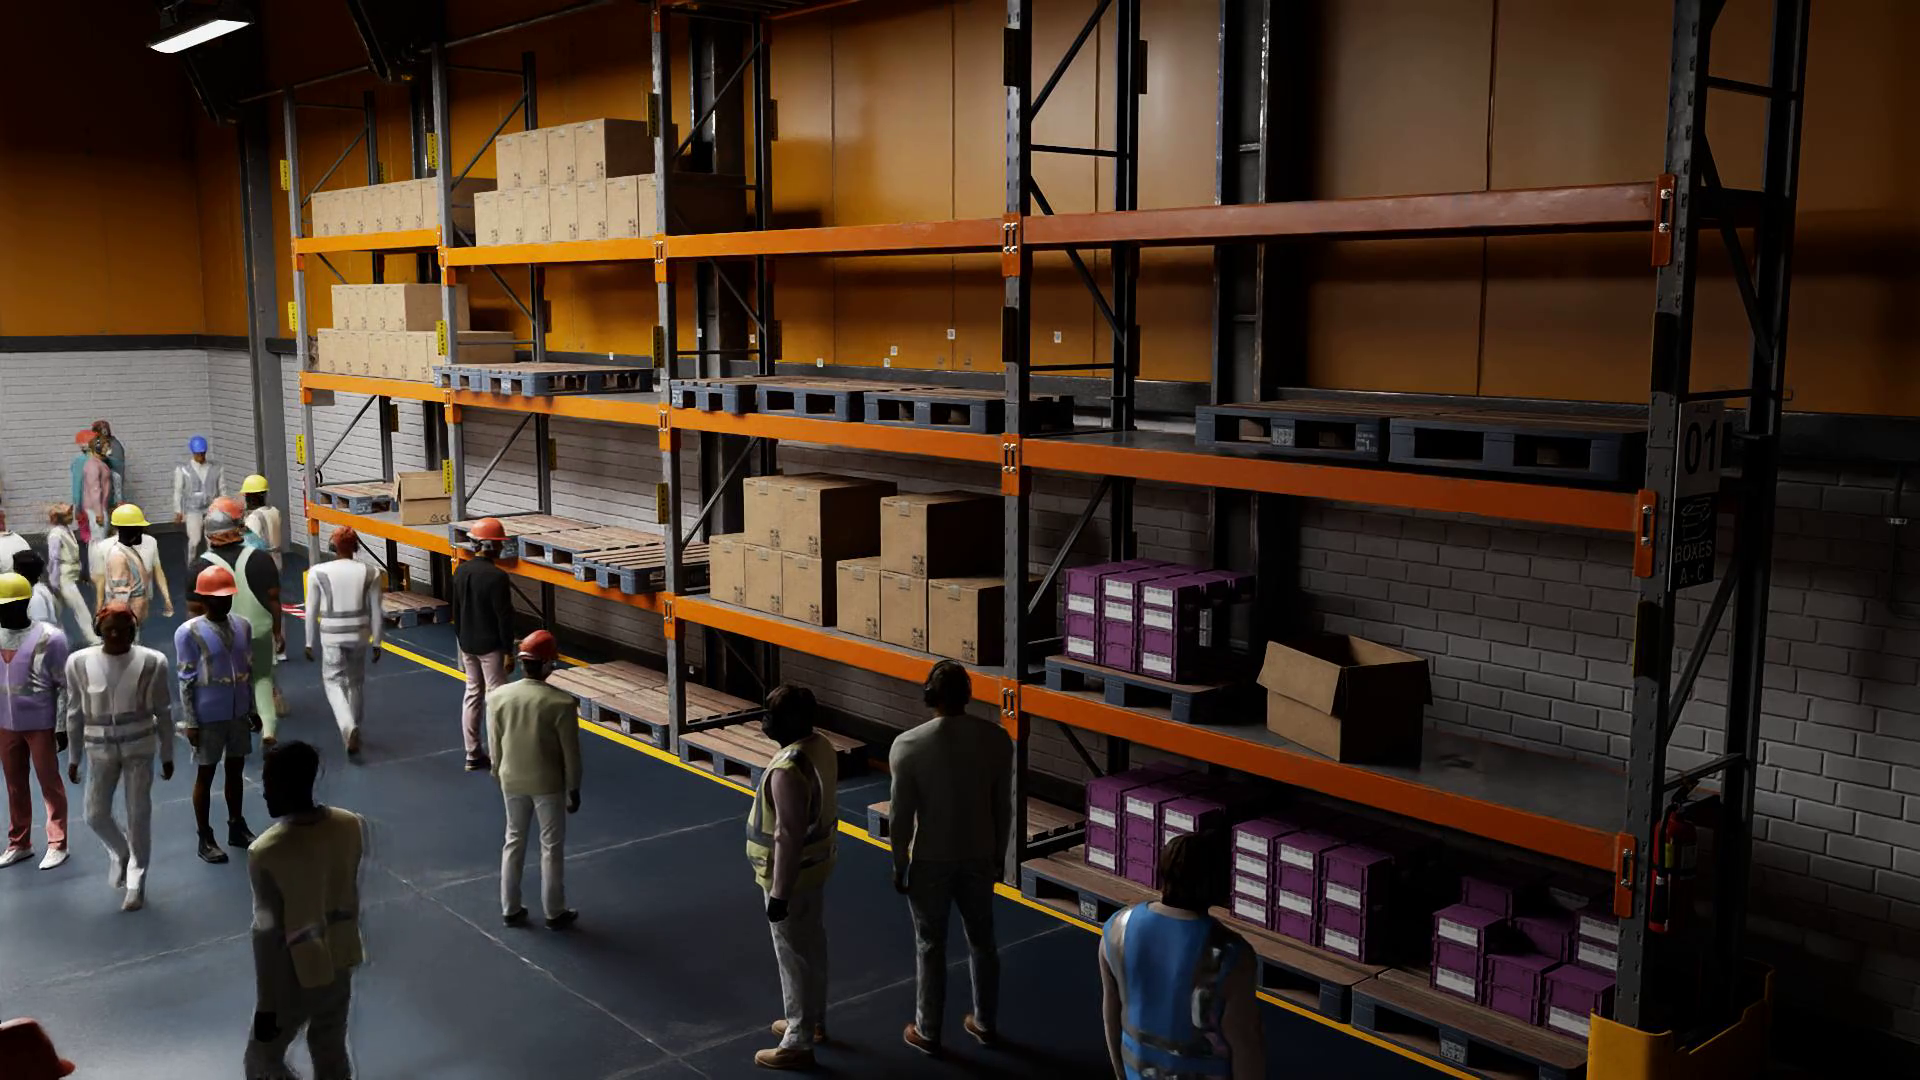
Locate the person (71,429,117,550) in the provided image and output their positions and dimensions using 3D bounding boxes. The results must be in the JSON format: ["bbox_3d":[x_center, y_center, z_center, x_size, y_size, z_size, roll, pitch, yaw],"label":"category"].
[{"bbox_3d":[-11.361,-0.472,21.861,0.433,1.966,0.659,6,10,35],"label":"person"}]

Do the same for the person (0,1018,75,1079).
[{"bbox_3d":[-2.515,2.139,4.479,0.573,1.748,0.343,4,9,27],"label":"person"}]

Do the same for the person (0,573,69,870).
[{"bbox_3d":[-6.010,1.159,10.684,0.594,1.926,0.366,1,8,5],"label":"person"}]

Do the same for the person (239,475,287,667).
[{"bbox_3d":[-6.962,0.309,16.585,0.370,1.925,0.594,0,8,0],"label":"person"}]

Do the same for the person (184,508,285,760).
[{"bbox_3d":[-5.790,0.732,13.260,0.705,2.000,0.542,-5,10,-32],"label":"person"}]

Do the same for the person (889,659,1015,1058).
[{"bbox_3d":[-0.040,1.537,8.072,0.624,1.930,0.378,-3,9,-20],"label":"person"}]

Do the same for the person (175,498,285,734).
[{"bbox_3d":[-6.214,0.637,14.092,0.988,1.992,0.613,-7,11,-40],"label":"person"}]

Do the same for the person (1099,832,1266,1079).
[{"bbox_3d":[0.791,1.912,5.769,0.620,1.838,0.429,7,11,40],"label":"person"}]

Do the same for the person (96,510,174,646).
[{"bbox_3d":[-7.535,0.583,15.207,0.991,1.776,0.576,4,9,28],"label":"person"}]

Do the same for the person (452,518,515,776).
[{"bbox_3d":[-3.645,0.818,12.844,0.612,1.987,0.400,6,10,35],"label":"person"}]

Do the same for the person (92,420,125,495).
[{"bbox_3d":[-12.543,-0.810,24.470,0.643,1.899,0.399,7,10,38],"label":"person"}]

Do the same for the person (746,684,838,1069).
[{"bbox_3d":[-0.803,1.592,7.964,0.429,1.843,0.634,1,8,9],"label":"person"}]

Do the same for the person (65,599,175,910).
[{"bbox_3d":[-5.049,1.276,10.034,0.609,1.873,0.500,-2,9,-16],"label":"person"}]

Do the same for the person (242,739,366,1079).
[{"bbox_3d":[-2.641,1.740,6.712,0.454,1.904,0.627,3,9,19],"label":"person"}]

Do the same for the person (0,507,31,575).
[{"bbox_3d":[-8.288,0.642,14.391,0.397,1.900,0.645,0,8,1],"label":"person"}]

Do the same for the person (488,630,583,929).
[{"bbox_3d":[-2.452,1.392,9.709,0.573,1.739,0.385,2,8,13],"label":"person"}]

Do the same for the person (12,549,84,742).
[{"bbox_3d":[-7.484,0.889,13.510,0.862,1.654,0.546,-3,9,-23],"label":"person"}]

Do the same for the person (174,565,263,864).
[{"bbox_3d":[-4.826,1.122,10.896,0.361,1.939,0.543,5,9,29],"label":"person"}]

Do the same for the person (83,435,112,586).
[{"bbox_3d":[-11.057,-0.380,21.385,0.374,1.932,0.625,-3,9,-20],"label":"person"}]

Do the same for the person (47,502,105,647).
[{"bbox_3d":[-9.193,0.404,17.077,0.857,1.599,0.516,-3,9,-19],"label":"person"}]

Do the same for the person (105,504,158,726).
[{"bbox_3d":[-7.074,0.650,14.218,0.374,1.925,0.595,-3,9,-20],"label":"person"}]

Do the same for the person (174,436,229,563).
[{"bbox_3d":[-9.728,-0.384,21.377,0.631,1.927,0.453,-6,10,-35],"label":"person"}]

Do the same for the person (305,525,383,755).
[{"bbox_3d":[-4.938,0.805,13.383,0.595,1.863,0.783,-5,10,-32],"label":"person"}]

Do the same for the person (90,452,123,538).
[{"bbox_3d":[-11.168,-0.332,21.731,0.492,1.731,0.324,1,8,10],"label":"person"}]
